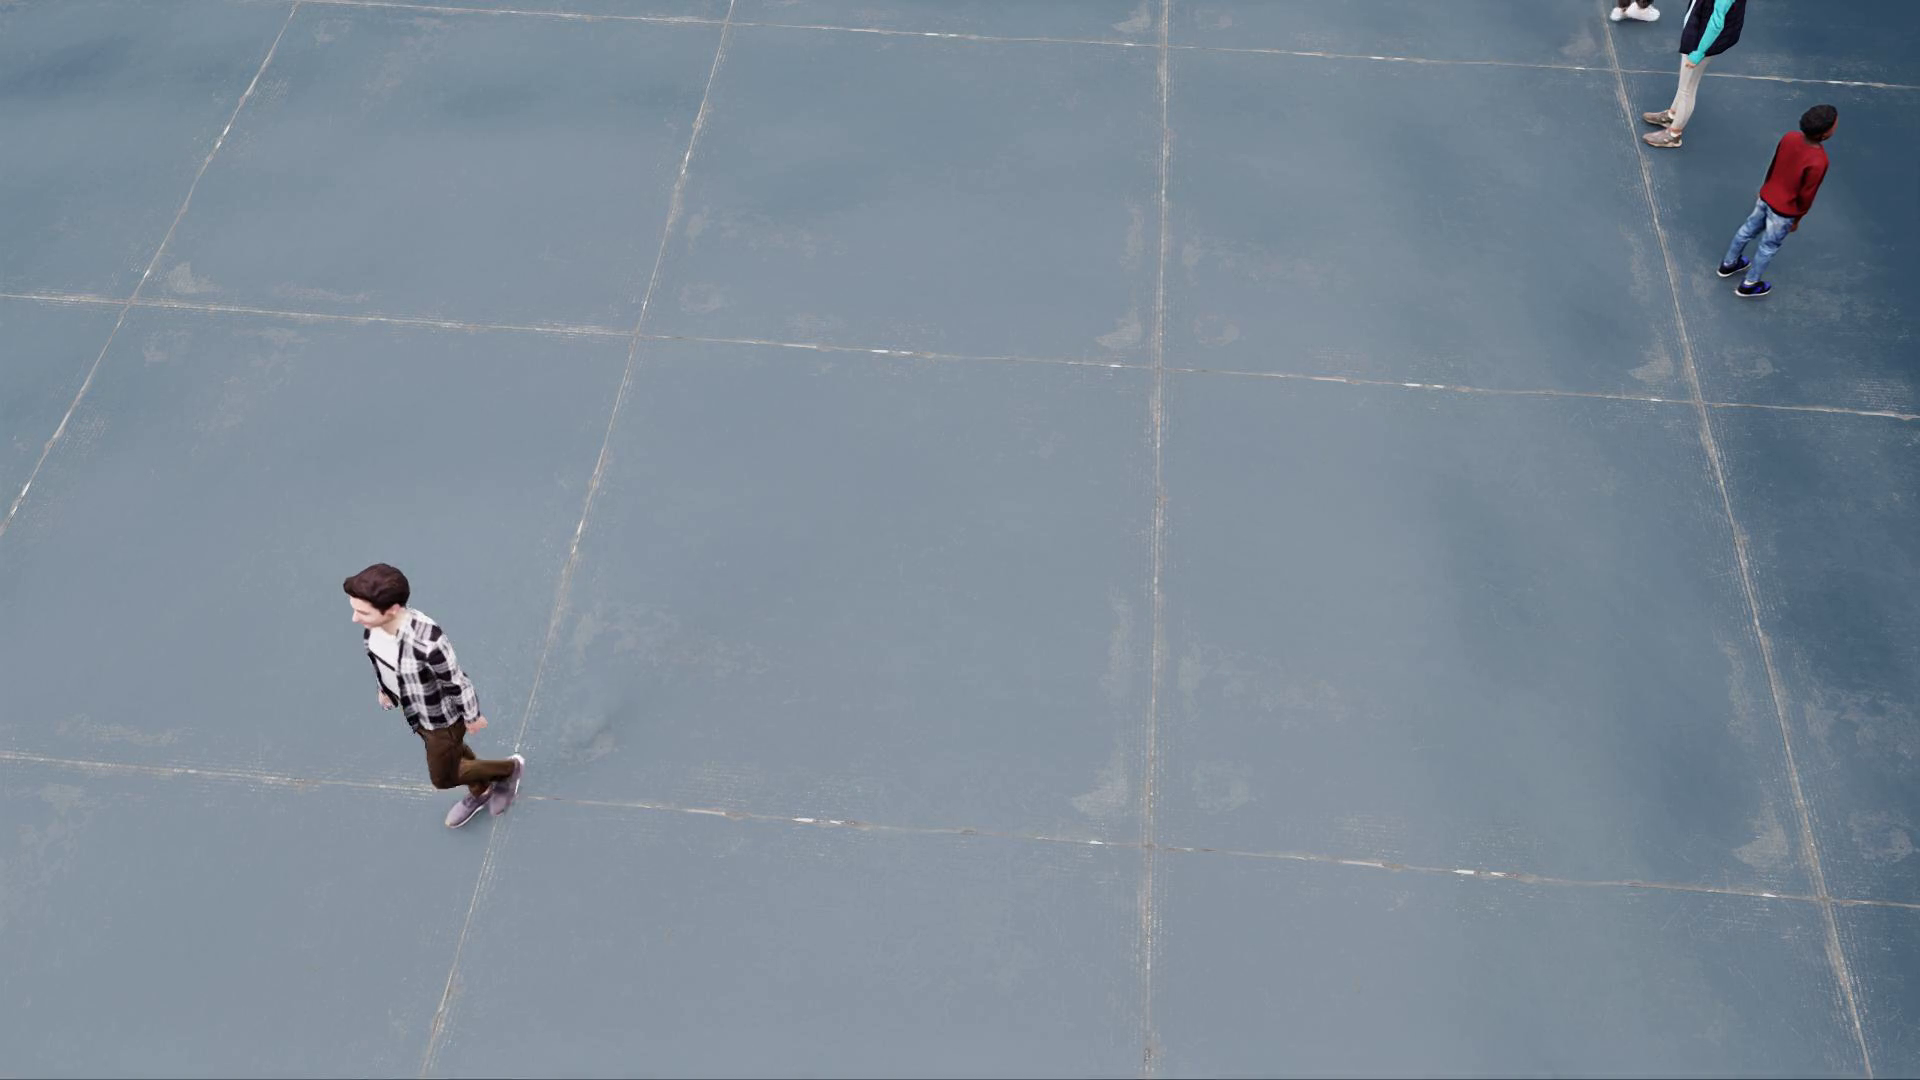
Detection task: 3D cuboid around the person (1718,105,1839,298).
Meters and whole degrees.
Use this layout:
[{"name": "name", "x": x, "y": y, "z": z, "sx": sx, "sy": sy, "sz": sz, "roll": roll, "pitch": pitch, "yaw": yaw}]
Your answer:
[{"name": "person", "x": 4.598, "y": -1.902, "z": 9.313, "sx": 0.571, "sy": 1.255, "sz": 0.555, "roll": -12, "pitch": 53, "yaw": -9}]

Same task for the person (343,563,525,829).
[{"name": "person", "x": -2.169, "y": 0.626, "z": 7.015, "sx": 0.762, "sy": 1.794, "sz": 0.832, "roll": 35, "pitch": 60, "yaw": 24}]

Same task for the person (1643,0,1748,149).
[{"name": "person", "x": 4.505, "y": -3.045, "z": 10.043, "sx": 0.642, "sy": 1.501, "sz": 0.627, "roll": 15, "pitch": 54, "yaw": 11}]
